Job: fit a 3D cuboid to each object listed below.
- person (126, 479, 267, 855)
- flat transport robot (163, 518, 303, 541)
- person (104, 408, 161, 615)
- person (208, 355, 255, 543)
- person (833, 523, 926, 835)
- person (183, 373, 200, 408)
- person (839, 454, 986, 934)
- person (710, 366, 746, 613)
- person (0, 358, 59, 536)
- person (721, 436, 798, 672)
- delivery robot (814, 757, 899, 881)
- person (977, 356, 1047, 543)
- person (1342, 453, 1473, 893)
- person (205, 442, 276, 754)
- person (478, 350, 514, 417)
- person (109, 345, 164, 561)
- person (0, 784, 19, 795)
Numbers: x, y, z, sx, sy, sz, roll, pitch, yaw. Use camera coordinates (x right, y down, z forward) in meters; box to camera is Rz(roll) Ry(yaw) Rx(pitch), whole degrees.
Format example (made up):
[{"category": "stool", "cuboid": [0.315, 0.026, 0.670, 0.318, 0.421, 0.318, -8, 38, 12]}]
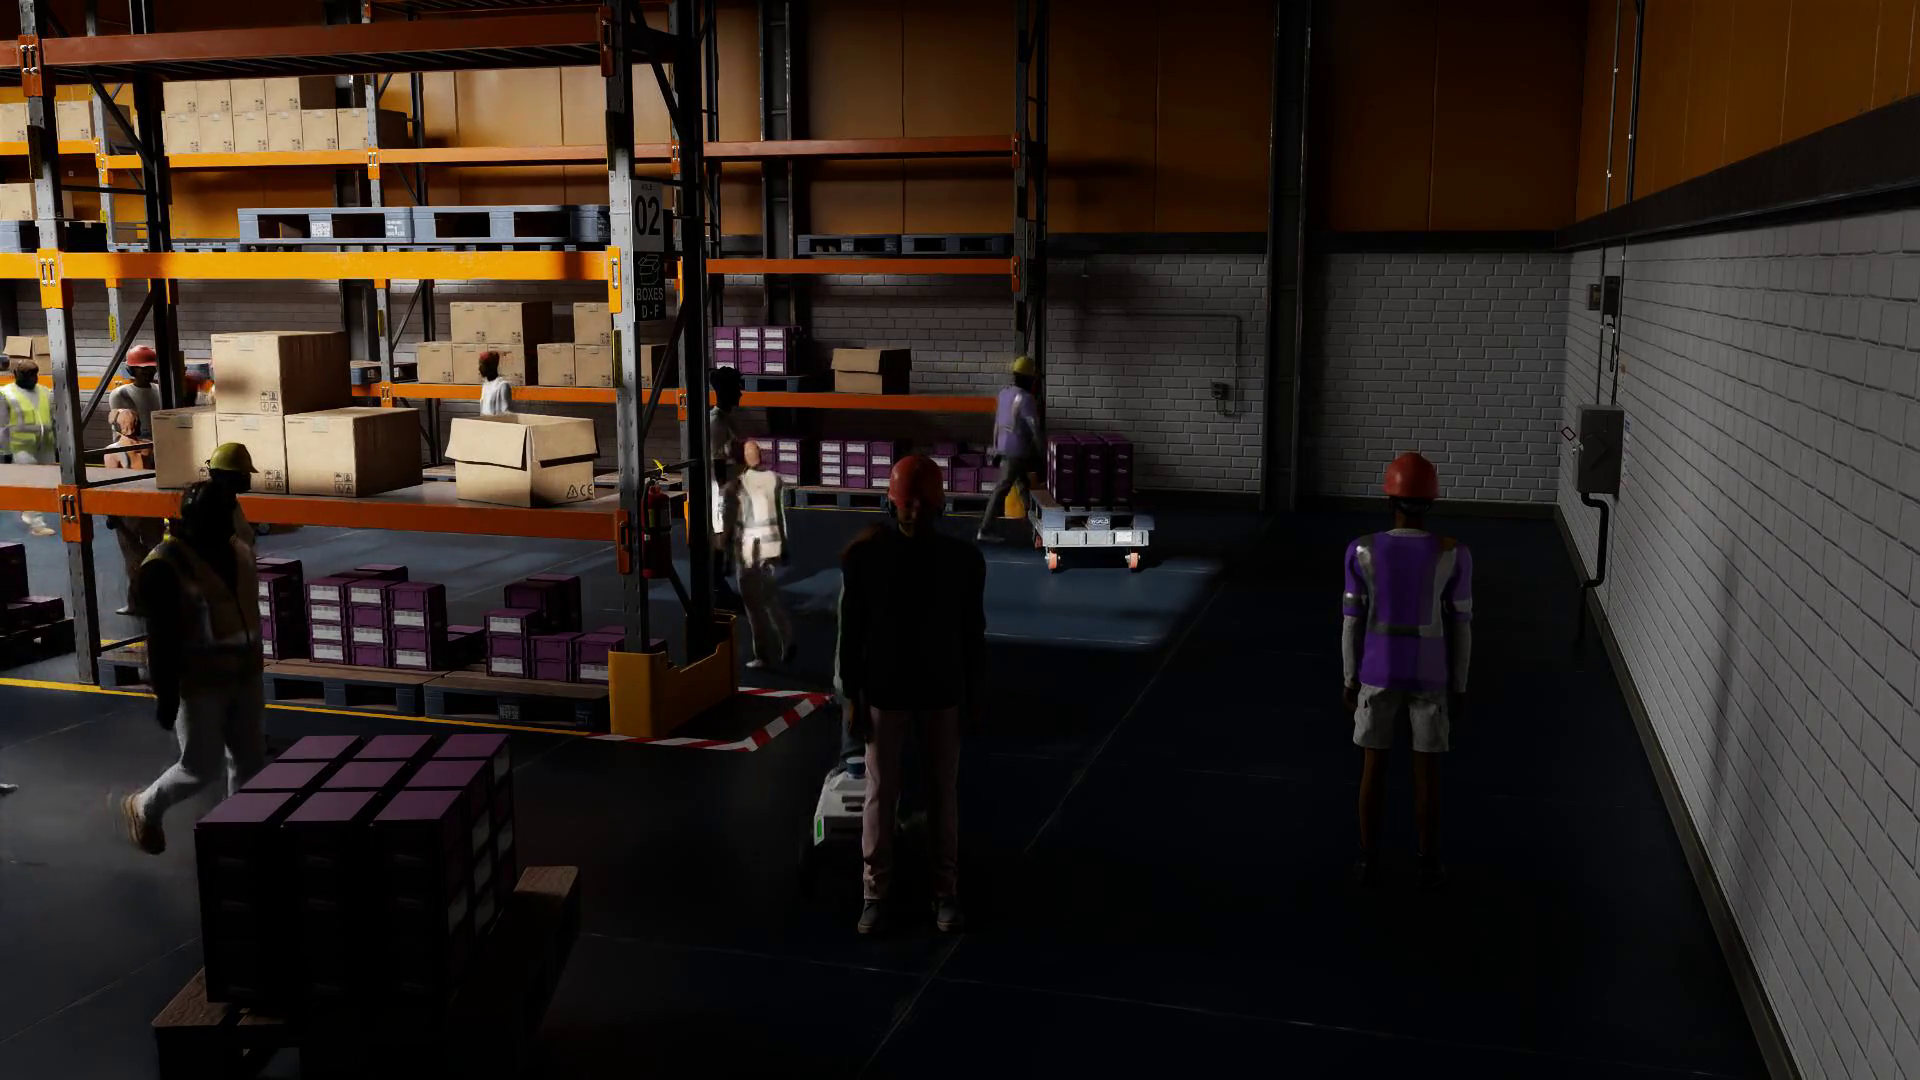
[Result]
[{"category": "person", "cuboid": [-3.400, 0.622, 7.456, 0.669, 1.819, 0.626, 4, 10, 21]}, {"category": "flat transport robot", "cuboid": [-7.573, -0.179, 17.032, 1.431, 0.197, 0.652, -9, 13, -42]}, {"category": "person", "cuboid": [-6.539, -0.227, 13.170, 0.310, 1.638, 0.522, 3, 10, 17]}, {"category": "person", "cuboid": [-7.229, -0.918, 16.460, 0.352, 1.942, 0.542, -4, 10, -24]}, {"category": "person", "cuboid": [-0.378, 0.702, 7.666, 0.743, 1.587, 0.512, -3, 10, -20]}, {"category": "person", "cuboid": [-6.415, -0.481, 14.018, 1.050, 1.878, 0.551, 4, 10, 23]}, {"category": "person", "cuboid": [-0.192, 0.633, 6.855, 0.609, 1.992, 0.383, -1, 9, -6]}, {"category": "person", "cuboid": [-1.868, -0.407, 13.268, 0.361, 1.964, 0.613, -1, 9, -5]}, {"category": "person", "cuboid": [-9.568, -0.955, 17.073, 0.621, 1.826, 0.625, 5, 11, 28]}, {"category": "person", "cuboid": [-1.377, 0.099, 11.208, 0.364, 1.616, 0.535, 8, 12, 41]}, {"category": "delivery robot", "cuboid": [-0.455, 1.211, 7.417, 0.477, 0.478, 0.707, 0, 9, 0]}, {"category": "person", "cuboid": [0.602, -0.899, 16.603, 1.056, 1.852, 0.591, -5, 10, -26]}, {"category": "person", "cuboid": [1.954, 0.585, 7.307, 0.552, 1.939, 0.355, 3, 10, 18]}, {"category": "person", "cuboid": [-4.095, 0.329, 9.403, 0.329, 1.765, 0.526, -5, 11, -28]}, {"category": "person", "cuboid": [-4.951, -1.088, 17.715, 0.419, 1.867, 0.602, -7, 11, -35]}, {"category": "person", "cuboid": [-7.359, -0.745, 15.095, 0.397, 2.043, 0.609, 5, 10, 27]}, {"category": "person", "cuboid": [-5.130, 0.443, 8.367, 0.545, 1.878, 0.623, -3, 10, -19]}]
